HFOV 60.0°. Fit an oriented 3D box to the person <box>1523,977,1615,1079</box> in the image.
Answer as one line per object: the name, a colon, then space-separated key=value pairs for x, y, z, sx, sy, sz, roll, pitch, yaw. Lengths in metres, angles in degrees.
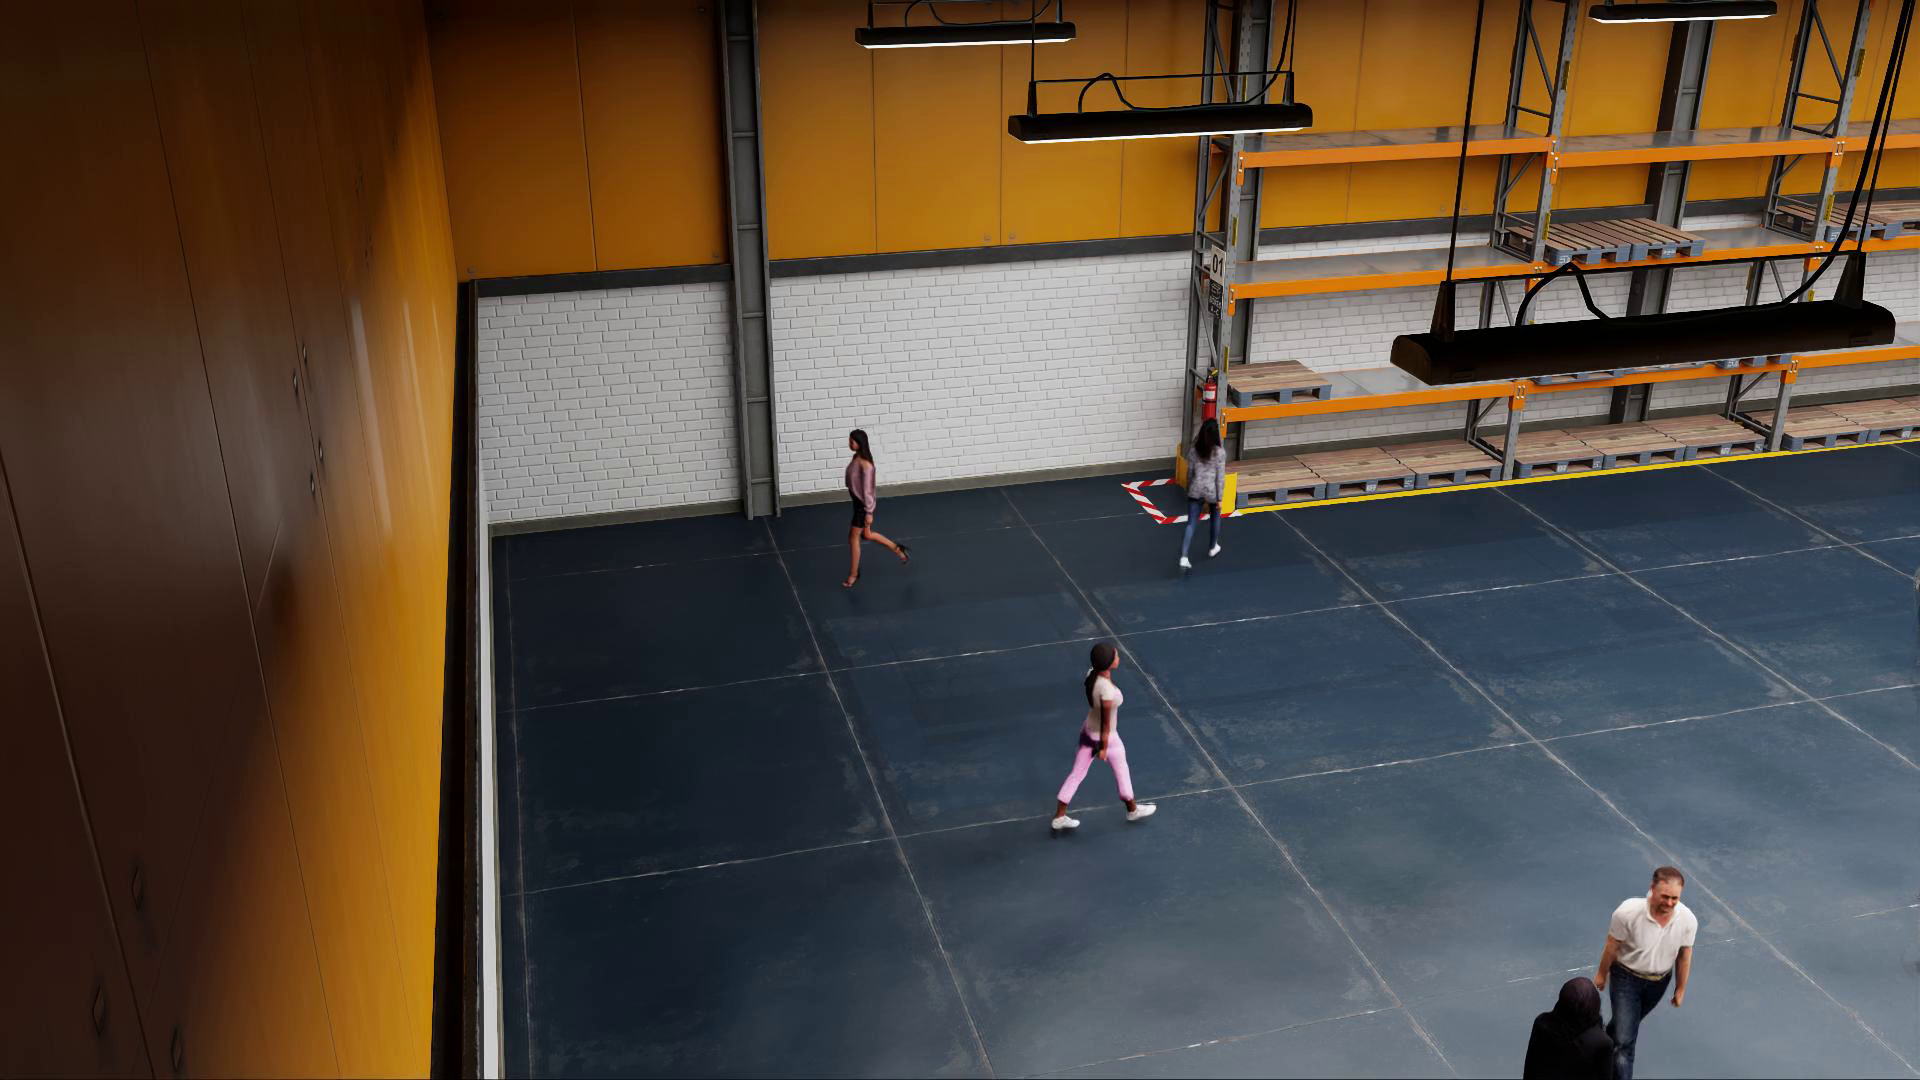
person: x=3.558 y=3.286 z=9.823 sx=0.763 sy=1.615 sz=0.828 roll=12 pitch=26 yaw=25

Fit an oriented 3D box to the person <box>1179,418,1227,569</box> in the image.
person: x=2.658 y=-0.477 z=18.335 sx=1.116 sy=1.693 sz=1.174 roll=13 pitch=27 yaw=26

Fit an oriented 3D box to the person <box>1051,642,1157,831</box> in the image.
person: x=1.048 y=1.632 z=13.506 sx=1.171 sy=1.695 sz=0.690 roll=-9 pitch=25 yaw=-19

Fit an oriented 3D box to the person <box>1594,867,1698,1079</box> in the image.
person: x=4.374 y=2.788 z=10.740 sx=1.277 sy=1.793 sz=1.100 roll=5 pitch=24 yaw=11

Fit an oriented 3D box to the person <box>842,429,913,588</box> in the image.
person: x=-0.955 y=-0.338 z=17.900 sx=1.046 sy=1.786 sz=0.677 roll=-8 pitch=25 yaw=-18
